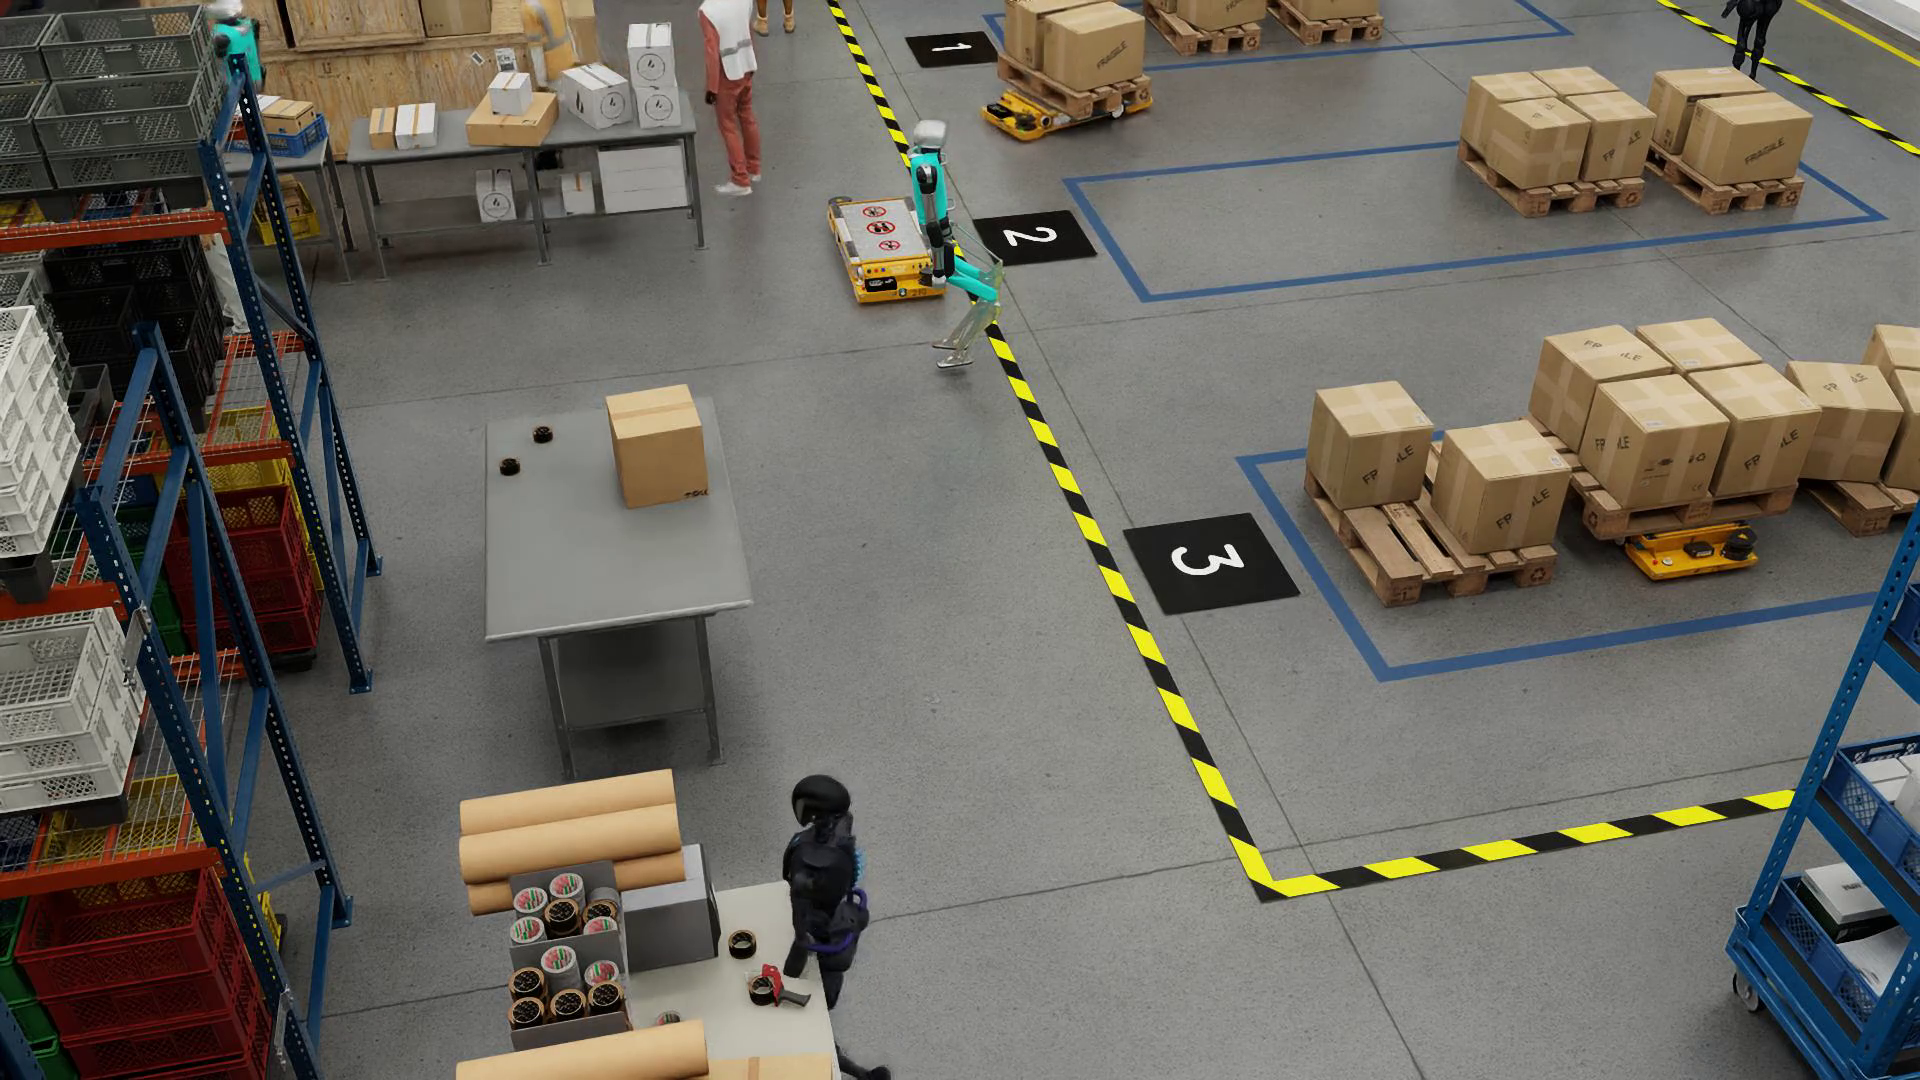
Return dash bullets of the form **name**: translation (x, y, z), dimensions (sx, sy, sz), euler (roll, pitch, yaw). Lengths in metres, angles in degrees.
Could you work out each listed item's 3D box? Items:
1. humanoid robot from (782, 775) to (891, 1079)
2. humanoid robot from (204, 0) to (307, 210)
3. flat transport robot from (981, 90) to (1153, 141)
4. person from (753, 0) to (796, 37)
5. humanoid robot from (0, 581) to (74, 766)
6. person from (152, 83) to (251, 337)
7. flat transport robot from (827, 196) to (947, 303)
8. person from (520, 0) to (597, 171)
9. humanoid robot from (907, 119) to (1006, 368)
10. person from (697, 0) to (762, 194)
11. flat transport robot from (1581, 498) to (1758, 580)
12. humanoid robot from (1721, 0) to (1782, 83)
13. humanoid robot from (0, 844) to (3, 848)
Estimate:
- **humanoid robot**: translation (-0.497, 1.546, 6.313), dimensions (0.478, 1.639, 0.592), euler (8, 37, 11)
- **humanoid robot**: translation (-5.663, -3.285, 12.777), dimensions (1.036, 1.771, 0.545), euler (9, 37, 11)
- **flat transport robot**: translation (0.955, -3.896, 14.766), dimensions (1.431, 0.197, 0.652), euler (-22, 42, -26)
- **person**: translation (-1.873, -5.887, 15.980), dimensions (0.606, 2.044, 0.389), euler (-9, 38, -12)
- **humanoid robot**: translation (-4.442, 0.530, 7.650), dimensions (0.354, 1.654, 0.589), euler (6, 37, 8)
- **person**: translation (-5.079, -2.193, 11.175), dimensions (0.389, 1.849, 0.564), euler (-20, 41, -25)
- **flat transport robot**: translation (-0.570, -2.220, 12.538), dimensions (0.659, 0.231, 1.431), euler (-8, 37, -10)
- **person**: translation (-3.193, -3.817, 13.336), dimensions (0.872, 1.887, 0.583), euler (3, 37, 4)
- **humanoid robot**: translation (0.035, -1.905, 10.774), dimensions (0.735, 1.675, 0.533), euler (-2, 37, -2)
- **person**: translation (-1.799, -3.681, 13.125), dimensions (0.394, 1.920, 0.605), euler (19, 41, 24)
- **flat transport robot**: translation (4.062, -0.294, 9.926), dimensions (0.652, 0.197, 1.431), euler (-8, 37, -10)
- **humanoid robot**: translation (7.166, -4.881, 14.924), dimensions (0.599, 1.653, 0.315), euler (-15, 39, -19)
- **humanoid robot**: translation (-4.634, 0.879, 7.188), dimensions (0.308, 1.652, 0.611), euler (7, 37, 9)
